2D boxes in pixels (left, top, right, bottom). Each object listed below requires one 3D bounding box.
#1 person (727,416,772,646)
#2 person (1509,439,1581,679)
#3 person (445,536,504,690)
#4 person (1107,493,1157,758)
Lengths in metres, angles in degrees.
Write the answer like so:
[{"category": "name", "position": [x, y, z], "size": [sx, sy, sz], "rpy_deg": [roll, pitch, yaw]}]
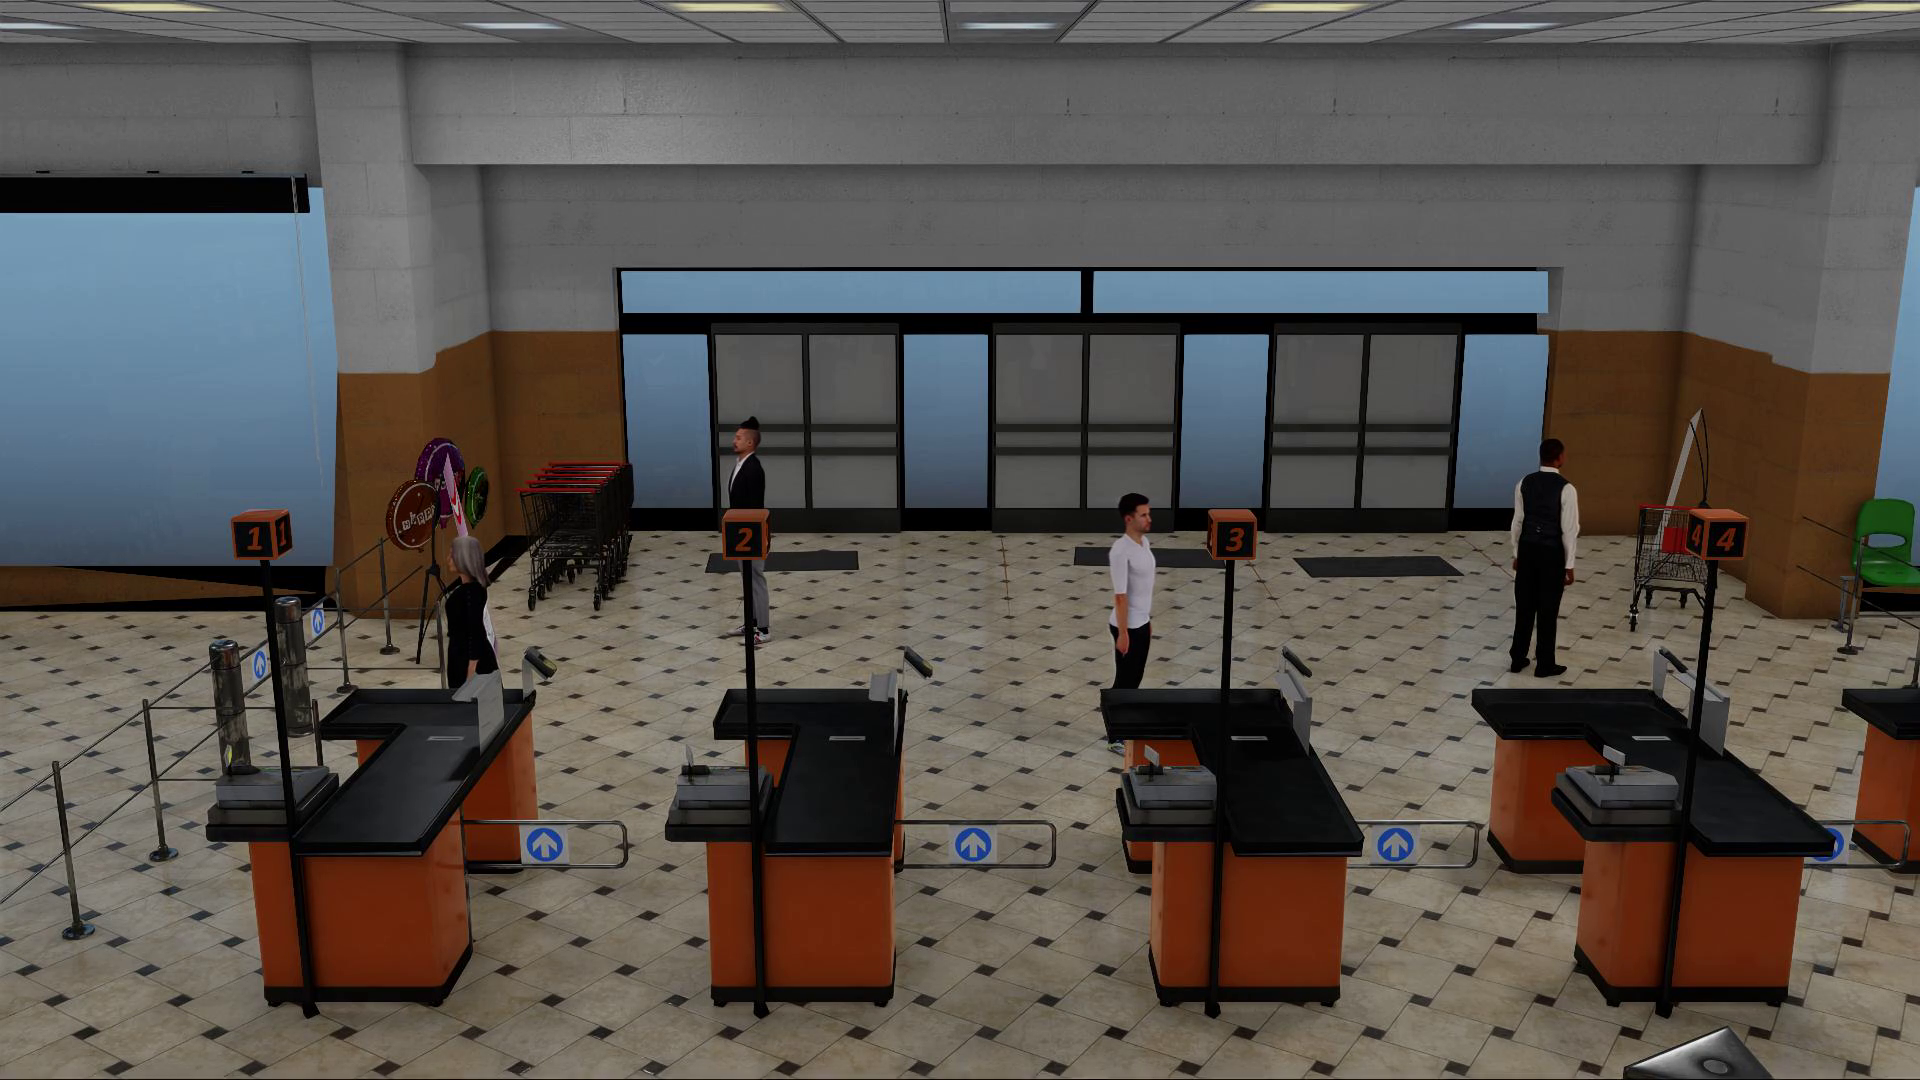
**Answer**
[{"category": "person", "position": [-1.784, -0.090, 14.178], "size": [0.845, 1.949, 0.689], "rpy_deg": [-6, 15, -22]}, {"category": "person", "position": [4.661, 0.133, 13.324], "size": [0.828, 1.919, 0.764], "rpy_deg": [-13, 19, -43]}, {"category": "person", "position": [-3.187, 0.820, 10.857], "size": [0.748, 1.746, 0.631], "rpy_deg": [-6, 15, -22]}, {"category": "person", "position": [1.197, 0.575, 11.644], "size": [0.812, 1.851, 0.664], "rpy_deg": [7, 15, 26]}]
